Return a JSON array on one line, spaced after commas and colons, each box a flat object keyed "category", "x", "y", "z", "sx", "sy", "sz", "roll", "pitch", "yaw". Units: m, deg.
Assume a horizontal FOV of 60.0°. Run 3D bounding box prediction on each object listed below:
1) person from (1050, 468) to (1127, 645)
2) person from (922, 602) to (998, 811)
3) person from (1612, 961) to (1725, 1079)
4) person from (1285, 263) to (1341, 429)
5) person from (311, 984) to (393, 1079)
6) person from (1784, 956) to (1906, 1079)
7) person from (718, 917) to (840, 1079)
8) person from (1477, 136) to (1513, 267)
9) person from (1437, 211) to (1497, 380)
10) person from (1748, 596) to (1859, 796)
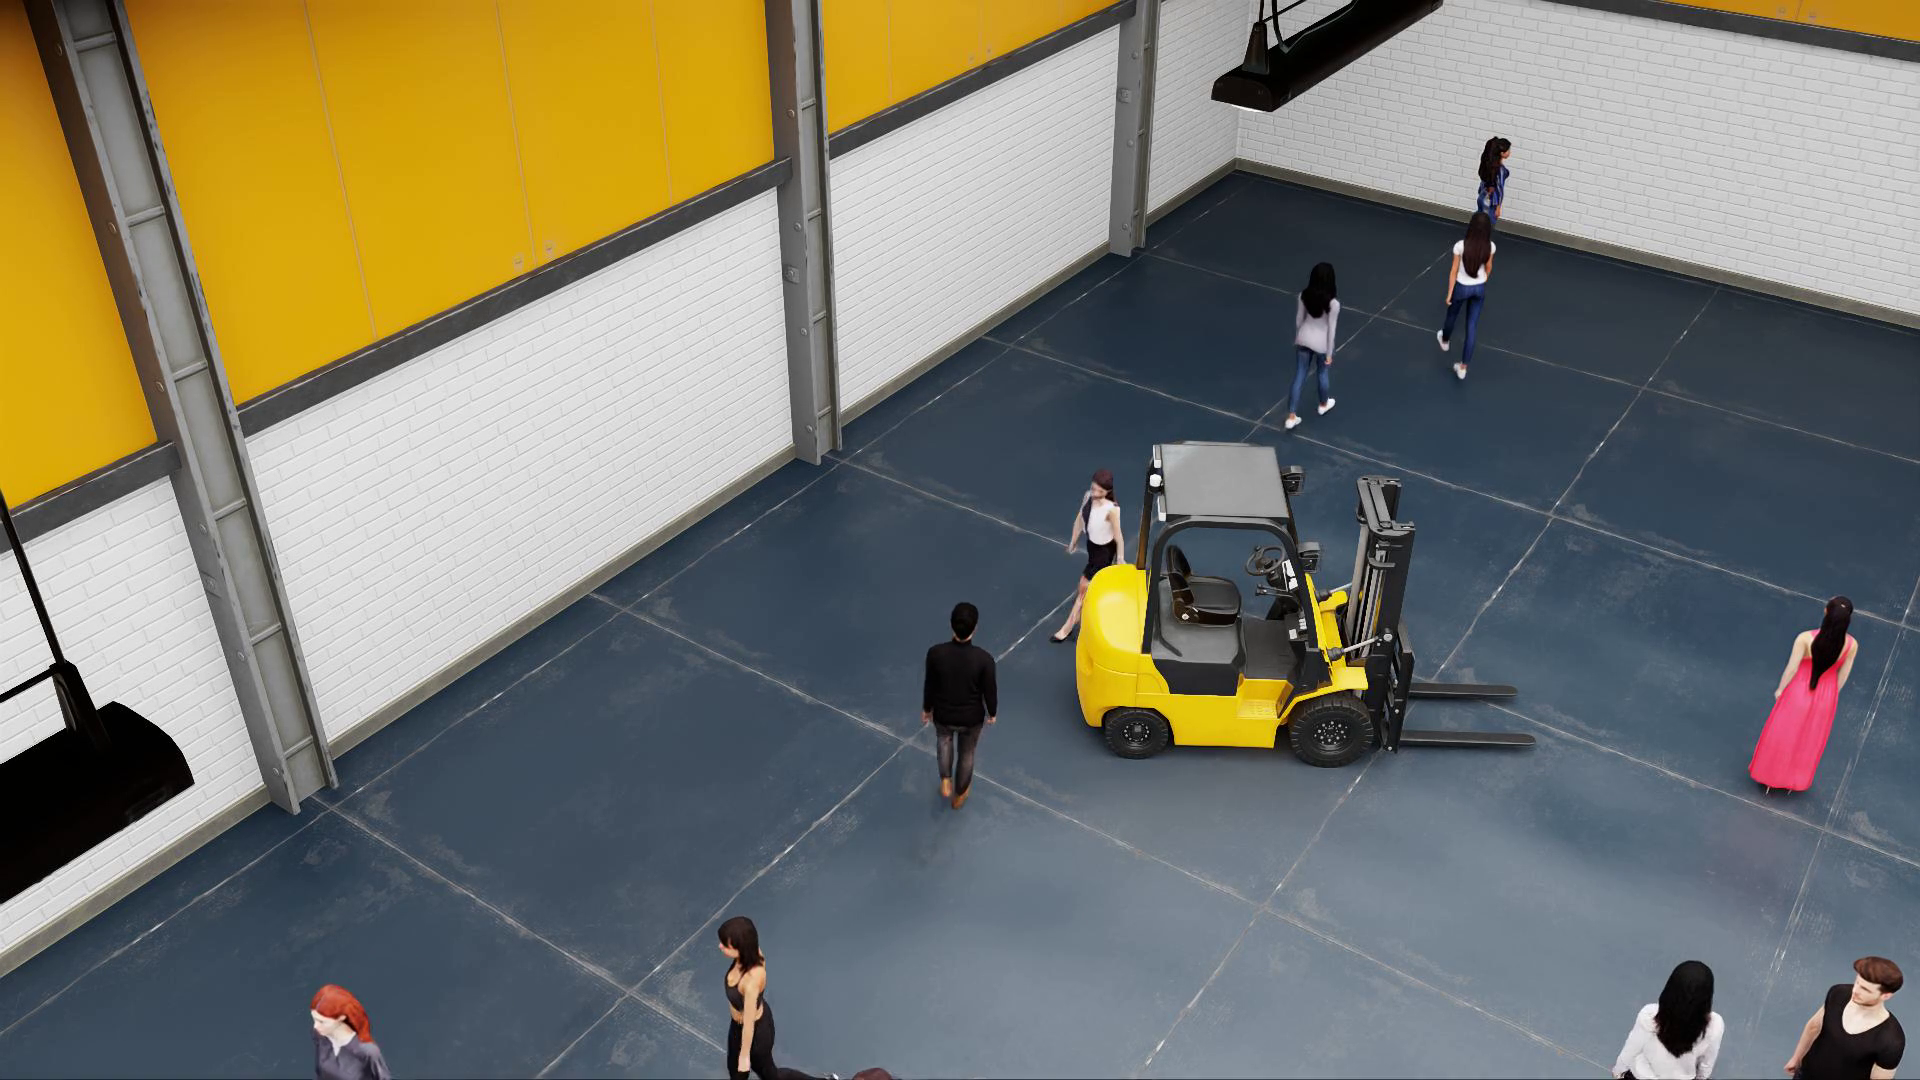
[{"category": "person", "x": 1.206, "y": 0.095, "z": 13.460, "sx": 1.095, "sy": 1.609, "sz": 0.883, "roll": -17, "pitch": 37, "yaw": -24}, {"category": "person", "x": -0.026, "y": 1.218, "z": 11.674, "sx": 0.757, "sy": 1.716, "sz": 0.727, "roll": 6, "pitch": 34, "yaw": 9}, {"category": "person", "x": 3.820, "y": 2.988, "z": 9.036, "sx": 0.816, "sy": 1.688, "sz": 0.890, "roll": 0, "pitch": 34, "yaw": 1}, {"category": "person", "x": 3.426, "y": -1.875, "z": 16.335, "sx": 0.655, "sy": 1.708, "sz": 0.998, "roll": 24, "pitch": 40, "yaw": 31}, {"category": "person", "x": -3.143, "y": 2.991, "z": 8.984, "sx": 0.648, "sy": 1.741, "sz": 0.985, "roll": 18, "pitch": 38, "yaw": 25}, {"category": "person", "x": 4.692, "y": 2.932, "z": 8.932, "sx": 0.787, "sy": 1.897, "sz": 0.766, "roll": -11, "pitch": 35, "yaw": -16}, {"category": "person", "x": -1.092, "y": 2.765, "z": 9.433, "sx": 1.078, "sy": 1.620, "sz": 0.940, "roll": -10, "pitch": 35, "yaw": -15}, {"category": "person", "x": 6.222, "y": -3.954, "z": 19.545, "sx": 0.761, "sy": 1.615, "sz": 0.692, "roll": -4, "pitch": 34, "yaw": -6}, {"category": "person", "x": 5.303, "y": -2.505, "z": 17.264, "sx": 1.006, "sy": 1.727, "sz": 1.173, "roll": 0, "pitch": 34, "yaw": 0}, {"category": "person", "x": 6.033, "y": 1.113, "z": 11.821, "sx": 0.699, "sy": 1.727, "sz": 0.703, "roll": 6, "pitch": 34, "yaw": 9}]
